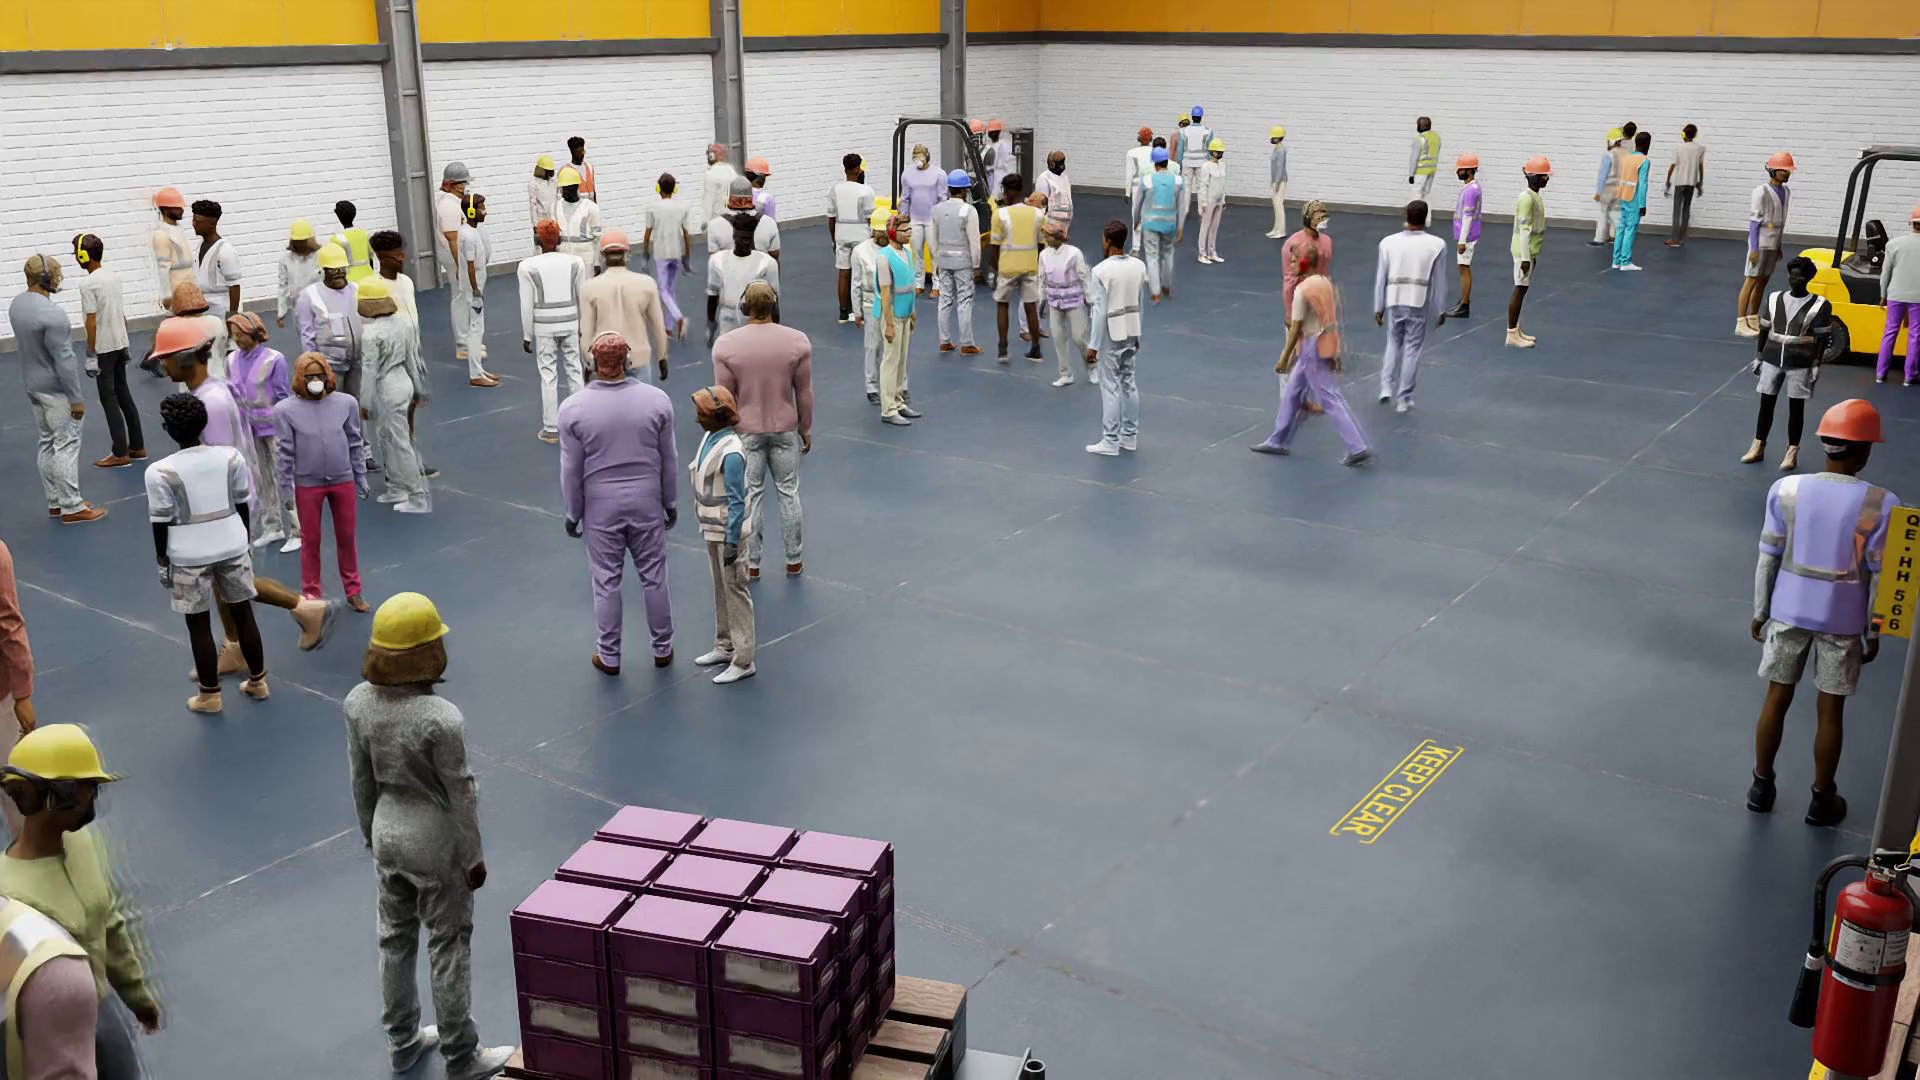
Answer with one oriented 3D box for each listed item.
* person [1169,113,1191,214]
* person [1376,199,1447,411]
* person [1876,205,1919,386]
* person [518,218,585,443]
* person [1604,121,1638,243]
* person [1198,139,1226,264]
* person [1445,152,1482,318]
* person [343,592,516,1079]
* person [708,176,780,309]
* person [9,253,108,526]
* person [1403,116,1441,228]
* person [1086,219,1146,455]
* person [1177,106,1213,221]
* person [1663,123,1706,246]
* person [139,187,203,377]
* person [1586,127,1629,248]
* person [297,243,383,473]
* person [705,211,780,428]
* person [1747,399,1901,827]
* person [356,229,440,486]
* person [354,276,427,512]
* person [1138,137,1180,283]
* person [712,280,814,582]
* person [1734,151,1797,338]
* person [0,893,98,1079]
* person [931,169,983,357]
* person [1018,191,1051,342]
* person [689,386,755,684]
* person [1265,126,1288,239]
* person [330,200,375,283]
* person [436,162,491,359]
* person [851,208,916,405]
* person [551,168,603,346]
[{"bbox_3d":[3.982,-6.726,29.762,0.531,1.755,0.343,-3,18,-10],"label":"person"},{"bbox_3d":[4.100,-2.128,15.138,0.605,1.902,0.471,11,21,30],"label":"person"},{"bbox_3d":[9.242,-2.383,16.167,0.563,1.755,0.320,15,23,39],"label":"person"},{"bbox_3d":[-3.405,-1.756,14.005,0.575,1.882,0.355,-10,20,-29],"label":"person"},{"bbox_3d":[10.376,-5.582,25.992,0.518,1.874,0.329,2,18,7],"label":"person"},{"bbox_3d":[3.654,-4.870,23.935,0.310,1.768,0.533,16,24,41],"label":"person"},{"bbox_3d":[5.971,-3.612,19.738,0.389,1.930,0.544,5,19,16],"label":"person"},{"bbox_3d":[-1.794,1.006,5.594,0.492,1.741,0.321,8,19,24],"label":"person"},{"bbox_3d":[-2.077,-2.463,15.959,0.688,2.000,0.539,-5,18,-16],"label":"person"},{"bbox_3d":[-6.383,-1.051,11.734,0.641,1.928,0.386,13,22,36],"label":"person"},{"bbox_3d":[7.730,-6.133,27.781,0.643,1.831,0.430,-12,22,-34],"label":"person"},{"bbox_3d":[1.284,-1.649,13.611,0.591,1.917,0.379,-16,24,-41],"label":"person"},{"bbox_3d":[4.055,-6.487,28.697,0.615,1.946,0.391,3,18,9],"label":"person"},{"bbox_3d":[11.169,-5.478,25.687,0.588,1.858,0.393,1,18,2],"label":"person"},{"bbox_3d":[-7.732,-2.519,16.368,0.963,1.903,0.543,-3,18,-10],"label":"person"},{"bbox_3d":[9.952,-5.375,25.429,0.599,1.819,0.482,-14,22,-36],"label":"person"},{"bbox_3d":[-4.798,-1.391,12.942,0.404,1.834,0.592,16,23,40],"label":"person"},{"bbox_3d":[-1.835,-1.814,14.082,0.660,1.944,0.486,2,18,7],"label":"person"},{"bbox_3d":[3.825,0.327,7.409,0.543,1.932,0.376,14,23,38],"label":"person"},{"bbox_3d":[-4.301,-1.386,12.712,0.368,1.966,0.602,4,18,13],"label":"person"},{"bbox_3d":[-4.169,-1.043,12.015,0.611,1.717,0.518,4,18,12],"label":"person"},{"bbox_3d":[2.644,-4.392,22.195,0.590,1.918,0.398,-5,18,-16],"label":"person"},{"bbox_3d":[-1.239,-0.686,10.568,0.631,1.940,0.372,-4,18,-14],"label":"person"},{"bbox_3d":[9.002,-3.288,18.534,0.606,2.045,0.389,-12,21,-33],"label":"person"},{"bbox_3d":[-2.327,1.496,3.934,0.654,1.816,0.668,4,18,12],"label":"person"},{"bbox_3d":[-0.030,-2.905,17.495,0.602,1.947,0.387,12,21,34],"label":"person"},{"bbox_3d":[0.830,-3.025,18.377,0.289,1.633,0.497,14,22,36],"label":"person"},{"bbox_3d":[-1.282,-0.037,9.024,0.308,1.640,0.511,-8,19,-23],"label":"person"},{"bbox_3d":[5.065,-5.717,26.602,0.345,1.758,0.563,1,18,4],"label":"person"},{"bbox_3d":[-6.160,-2.606,16.959,0.322,1.699,0.536,9,20,25],"label":"person"},{"bbox_3d":[-5.181,-2.935,17.437,0.536,2.000,0.688,-5,18,-14],"label":"person"},{"bbox_3d":[-0.705,-2.152,15.354,0.602,1.817,0.403,-5,18,-16],"label":"person"},{"bbox_3d":[-4.131,-3.037,17.938,0.589,1.927,0.388,6,19,17],"label":"person"}]
